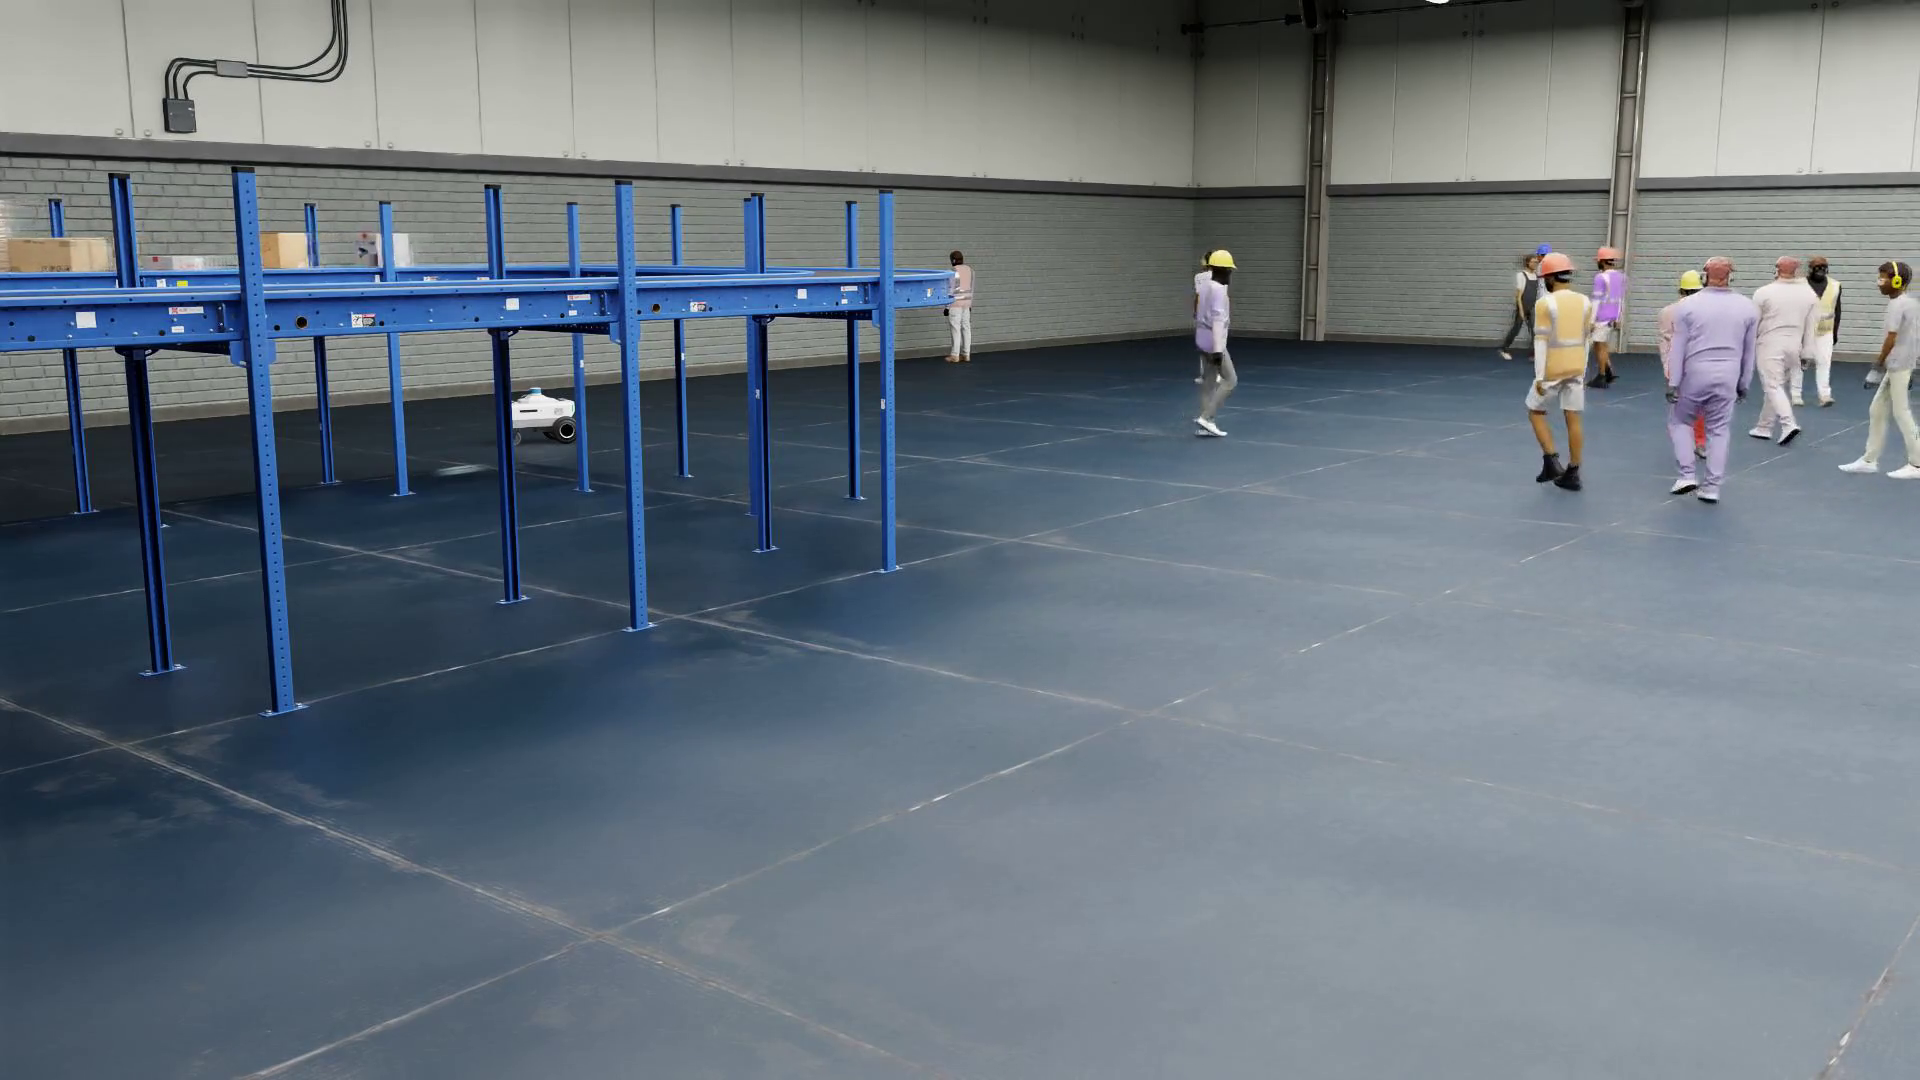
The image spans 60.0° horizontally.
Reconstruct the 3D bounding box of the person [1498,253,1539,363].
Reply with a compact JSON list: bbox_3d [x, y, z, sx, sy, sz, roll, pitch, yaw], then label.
[{"bbox_3d":[9.414,-3.882,27.775,0.509,1.802,0.954,-5,11,-26],"label":"person"}]

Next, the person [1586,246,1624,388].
[{"bbox_3d":[8.844,-3.067,22.903,0.566,1.926,0.400,-8,13,-37],"label":"person"}]

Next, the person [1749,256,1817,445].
[{"bbox_3d":[8.236,-1.911,16.687,0.637,1.869,0.956,-1,10,-7],"label":"person"}]

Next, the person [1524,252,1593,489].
[{"bbox_3d":[4.917,-1.384,13.613,0.593,1.909,0.498,-3,11,-14],"label":"person"}]

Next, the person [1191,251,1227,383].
[{"bbox_3d":[3.545,-3.163,23.611,0.534,1.864,0.309,-2,10,-10],"label":"person"}]

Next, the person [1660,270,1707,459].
[{"bbox_3d":[6.770,-1.628,15.439,0.547,1.736,0.621,3,11,15],"label":"person"}]

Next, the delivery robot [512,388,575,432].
[{"bbox_3d":[-4.254,-1.287,16.705,0.707,0.478,0.477,-6,12,-28],"label":"delivery robot"}]

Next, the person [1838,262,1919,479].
[{"bbox_3d":[8.020,-1.451,14.276,0.690,1.832,0.520,6,12,31],"label":"person"}]

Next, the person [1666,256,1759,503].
[{"bbox_3d":[5.800,-1.246,12.923,0.669,1.887,0.514,1,10,3],"label":"person"}]

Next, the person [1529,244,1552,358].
[{"bbox_3d":[10.028,-4.102,28.582,0.403,1.948,0.605,7,12,32],"label":"person"}]

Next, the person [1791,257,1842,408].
[{"bbox_3d":[10.353,-2.509,20.162,0.658,1.800,0.903,2,10,11],"label":"person"}]

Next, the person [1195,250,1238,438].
[{"bbox_3d":[2.623,-1.993,16.991,0.420,1.911,0.620,-1,10,-8],"label":"person"}]

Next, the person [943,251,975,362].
[{"bbox_3d":[-0.041,-3.906,27.811,0.429,1.838,0.621,10,14,43],"label":"person"}]
